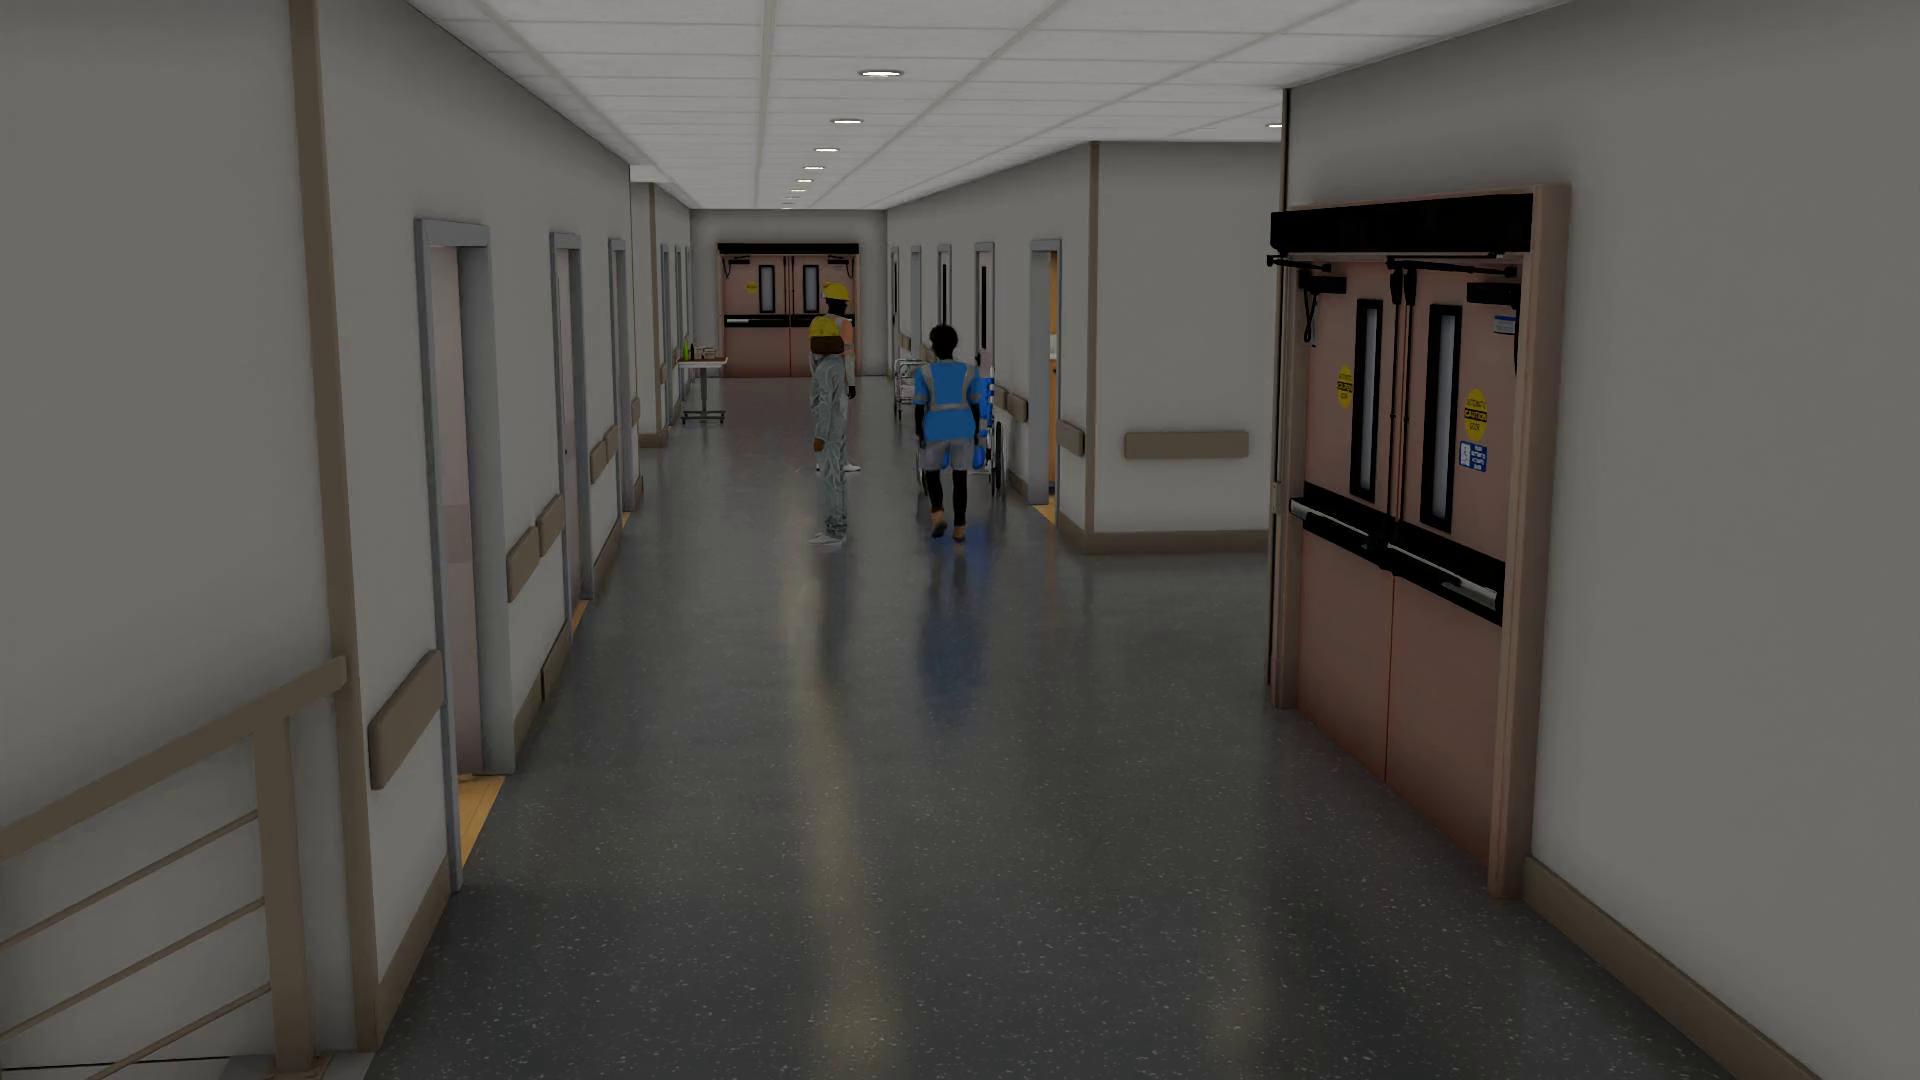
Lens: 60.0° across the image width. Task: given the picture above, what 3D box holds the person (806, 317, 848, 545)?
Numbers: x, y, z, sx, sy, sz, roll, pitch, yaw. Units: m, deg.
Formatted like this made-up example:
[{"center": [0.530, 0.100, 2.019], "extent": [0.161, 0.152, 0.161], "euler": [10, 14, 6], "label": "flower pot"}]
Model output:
[{"center": [-1.021, -0.831, 12.739], "extent": [0.295, 1.745, 0.486], "euler": [1, 10, 7], "label": "person"}]

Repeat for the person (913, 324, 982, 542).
[{"center": [-0.095, -0.816, 12.830], "extent": [0.543, 1.684, 0.365], "euler": [-1, 10, -6], "label": "person"}]

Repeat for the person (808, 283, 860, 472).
[{"center": [-1.279, -1.654, 17.001], "extent": [0.594, 1.922, 0.377], "euler": [9, 13, 41], "label": "person"}]
